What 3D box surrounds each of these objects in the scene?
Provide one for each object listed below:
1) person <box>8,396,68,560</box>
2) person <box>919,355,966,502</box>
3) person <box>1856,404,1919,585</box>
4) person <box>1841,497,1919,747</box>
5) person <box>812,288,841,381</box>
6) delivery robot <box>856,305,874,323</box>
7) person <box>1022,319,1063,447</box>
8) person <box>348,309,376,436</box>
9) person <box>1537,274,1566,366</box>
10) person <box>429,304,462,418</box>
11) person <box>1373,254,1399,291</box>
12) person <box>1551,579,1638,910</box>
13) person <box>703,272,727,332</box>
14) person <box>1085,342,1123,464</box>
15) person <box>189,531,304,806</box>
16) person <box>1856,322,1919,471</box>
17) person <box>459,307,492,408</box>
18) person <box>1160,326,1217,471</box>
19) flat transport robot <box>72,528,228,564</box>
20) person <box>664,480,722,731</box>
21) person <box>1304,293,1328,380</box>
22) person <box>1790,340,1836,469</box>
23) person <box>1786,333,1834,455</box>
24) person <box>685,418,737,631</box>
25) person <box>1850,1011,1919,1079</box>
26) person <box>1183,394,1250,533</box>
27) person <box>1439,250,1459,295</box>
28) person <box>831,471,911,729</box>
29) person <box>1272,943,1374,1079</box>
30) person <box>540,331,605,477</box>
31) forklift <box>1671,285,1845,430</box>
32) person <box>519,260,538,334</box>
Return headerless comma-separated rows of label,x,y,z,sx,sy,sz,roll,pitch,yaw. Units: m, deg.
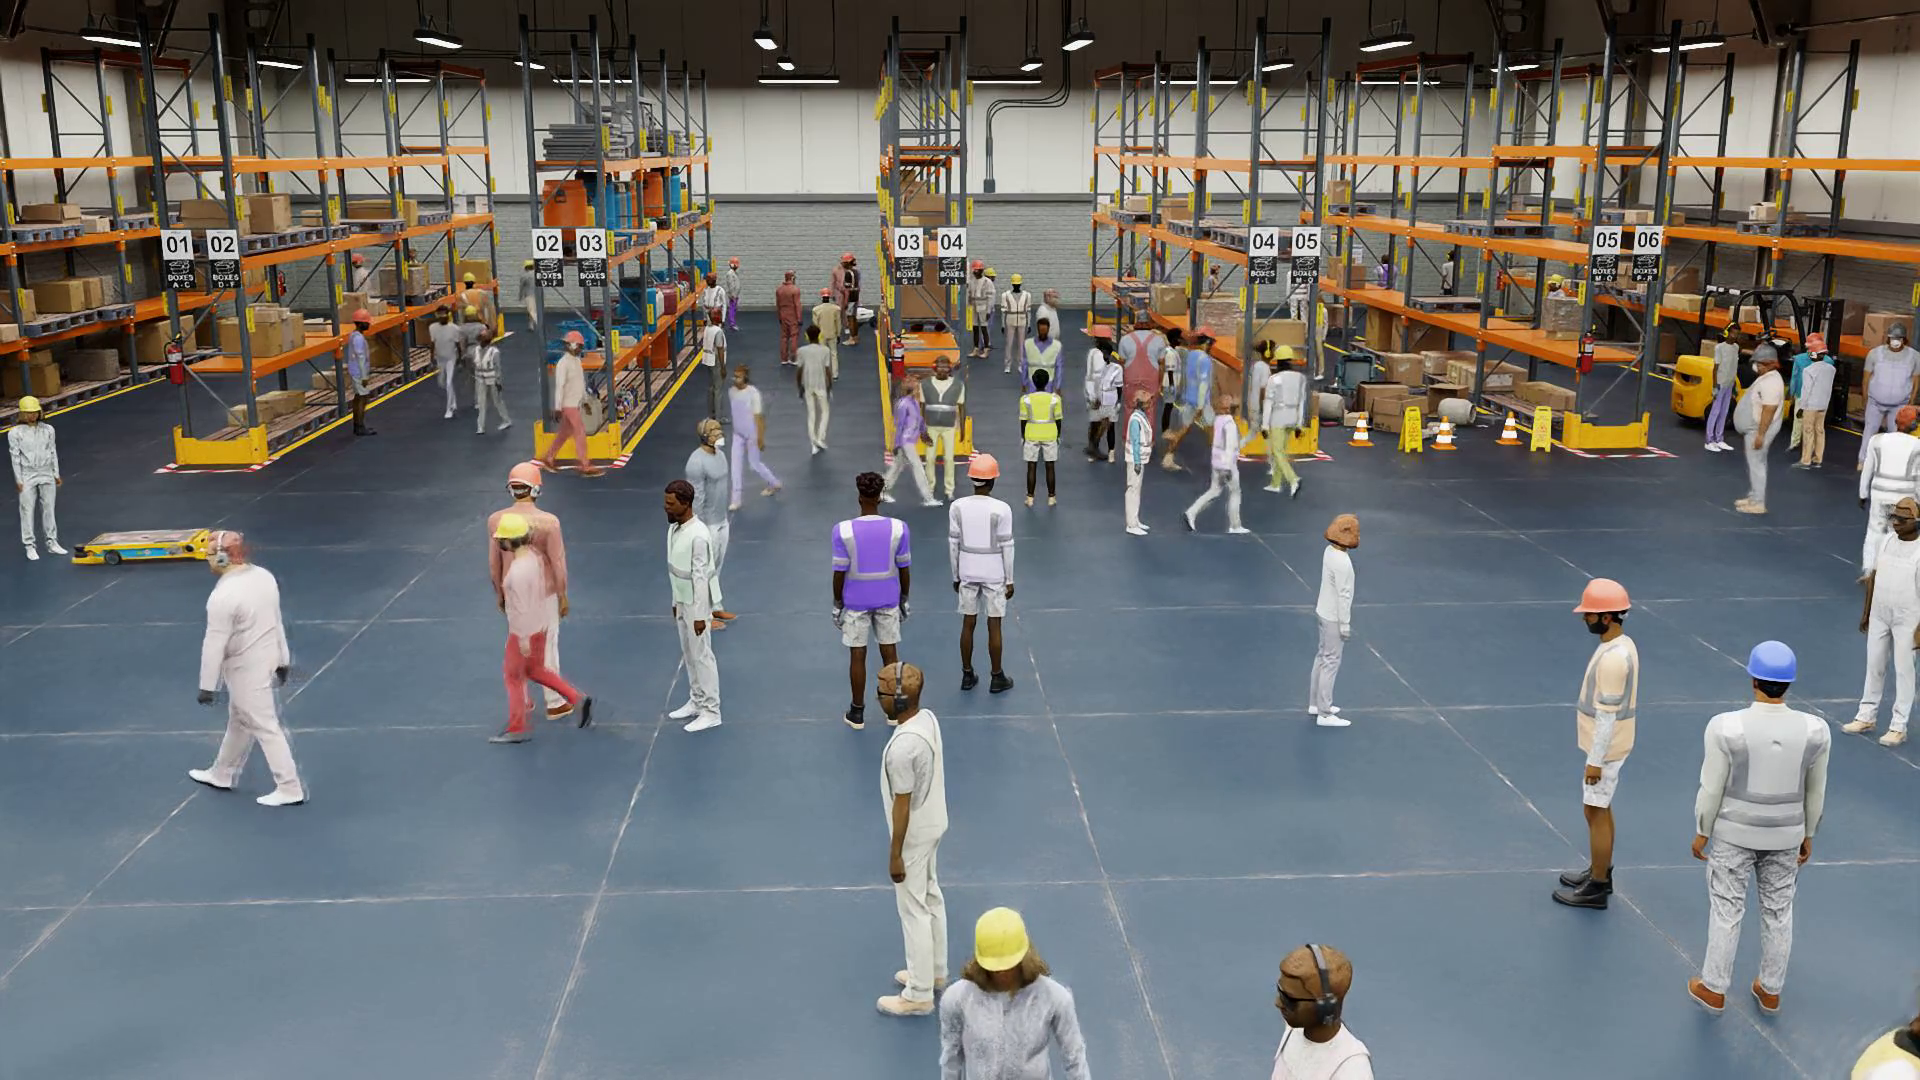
person,-9.841,-0.672,17.751,0.308,1.744,0.485,9,16,33
person,-0.215,-1.381,20.569,0.579,1.831,0.401,0,13,1
person,9.191,-0.419,16.416,0.625,1.868,0.550,12,18,41
person,6.854,0.589,12.194,0.346,1.846,0.507,-7,15,-27
person,-2.498,-3.841,31.153,0.560,1.752,0.325,-5,14,-19
delivery robot,-2.411,-5.470,40.422,0.477,0.478,0.707,9,16,35
person,1.178,-2.250,24.102,0.605,1.887,0.893,1,13,6
person,-9.095,-2.549,25.331,0.419,1.926,0.547,-6,14,-22
person,11.905,-4.412,33.403,0.404,1.833,0.590,-1,13,-5
person,-8.377,-2.941,27.133,0.538,1.851,0.695,0,13,1
person,10.088,-5.873,39.575,0.636,1.842,0.429,-3,14,-11
person,3.673,1.167,9.587,0.389,1.923,0.549,6,14,23
person,-4.942,-4.442,33.447,0.575,1.873,0.362,10,17,36
person,1.992,-1.904,23.070,0.532,1.696,0.319,3,14,12
person,-4.848,0.854,11.017,0.965,1.861,0.652,1,13,4
person,12.497,-1.910,22.358,0.681,2.000,0.536,7,15,27
person,-8.192,-3.101,28.160,0.491,1.684,0.951,-1,13,-4
person,3.185,-1.894,22.430,0.999,1.986,0.610,-5,14,-21
flat transport robot,-8.647,0.058,17.813,1.431,0.197,0.652,-3,14,-11
person,-2.012,0.477,12.542,0.395,1.910,0.586,-7,15,-28
person,6.737,-3.849,31.446,0.268,1.632,0.507,-8,15,-30
person,11.639,-1.848,22.709,0.565,1.750,0.341,-6,15,-24
person,12.147,-2.098,23.800,0.359,1.743,0.563,-11,17,-40
person,-2.263,-0.154,15.135,0.357,1.938,0.637,3,14,13
person,3.030,2.250,5.274,0.760,1.798,0.680,8,16,32
person,2.925,-0.852,18.799,0.716,1.610,0.522,-3,14,-13
person,11.975,-6.154,40.703,0.531,1.870,0.317,-5,14,-20
person,-0.671,0.451,12.515,0.615,1.964,0.361,-3,14,-14
person,1.162,2.175,5.476,0.327,1.842,0.517,-3,14,-14
person,-5.256,-1.822,22.225,0.956,1.950,0.607,1,13,6
forklift,12.503,-2.886,26.166,2.313,2.155,1.214,-1,13,-3
person,-10.092,-5.746,39.270,0.834,1.726,0.523,13,18,43
